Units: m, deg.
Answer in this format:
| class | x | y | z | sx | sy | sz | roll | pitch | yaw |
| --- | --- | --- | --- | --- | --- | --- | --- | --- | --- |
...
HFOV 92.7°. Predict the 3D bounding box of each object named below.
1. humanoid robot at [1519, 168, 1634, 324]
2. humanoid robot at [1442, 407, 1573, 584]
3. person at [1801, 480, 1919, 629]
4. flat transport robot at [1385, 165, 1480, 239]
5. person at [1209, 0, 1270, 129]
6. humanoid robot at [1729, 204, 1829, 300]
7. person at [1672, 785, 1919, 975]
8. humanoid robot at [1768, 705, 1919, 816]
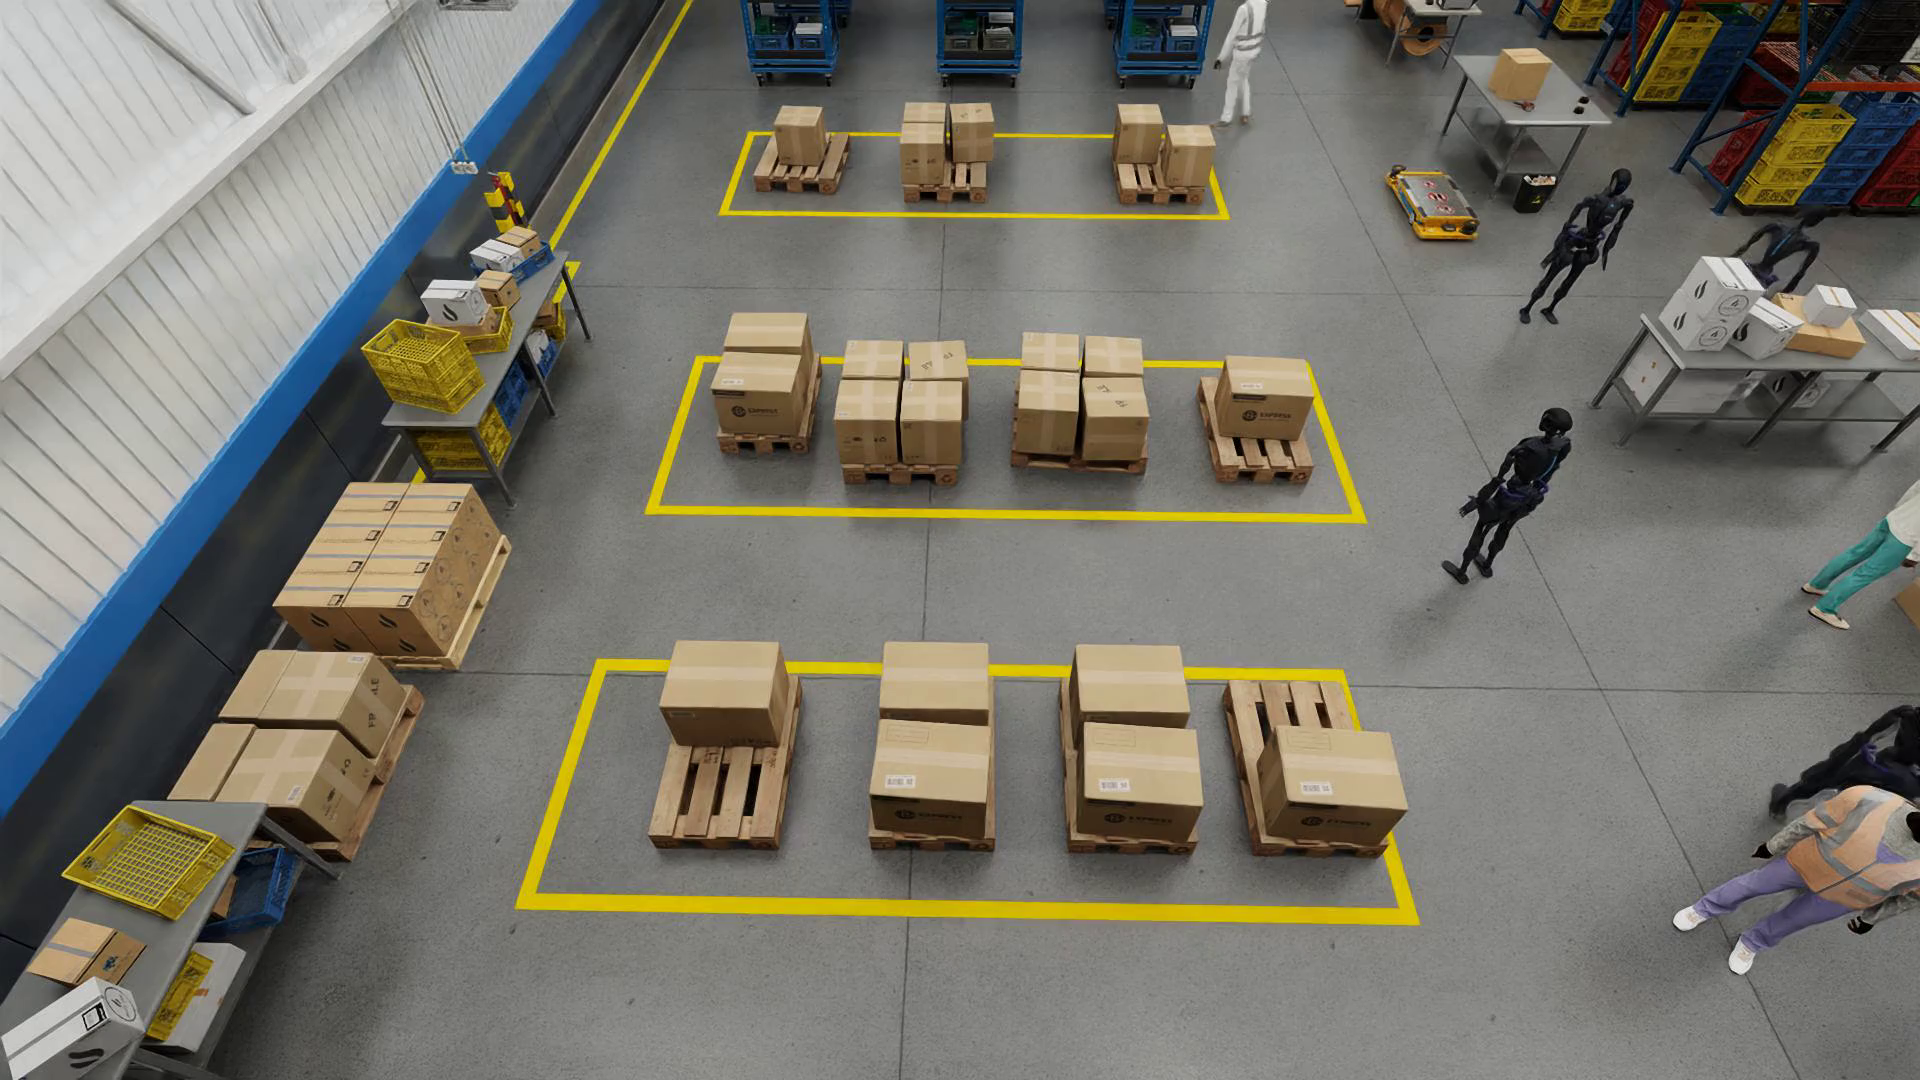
| class | x | y | z | sx | sy | sz | roll | pitch | yaw |
| --- | --- | --- | --- | --- | --- | --- | --- | --- | --- |
| humanoid robot | 6.150 | -2.882 | 9.087 | 0.593 | 1.657 | 0.326 | 3 | 49 | 2 |
| humanoid robot | 4.117 | -0.318 | 6.868 | 0.610 | 1.657 | 0.321 | -11 | 50 | -10 |
| person | 6.832 | -0.051 | 6.586 | 0.313 | 1.767 | 0.534 | 18 | 51 | 15 |
| flat transport robot | 5.692 | -4.094 | 11.059 | 0.652 | 0.197 | 1.431 | 1 | 49 | 1 |
| person | 3.689 | -6.305 | 11.933 | 0.403 | 1.878 | 0.775 | 35 | 58 | 27 |
| humanoid robot | 7.513 | -2.434 | 8.742 | 0.800 | 1.607 | 0.654 | -21 | 52 | -17 |
| person | 4.638 | 1.796 | 4.881 | 0.361 | 1.930 | 0.586 | -31 | 56 | -24 |
| humanoid robot | 5.427 | 1.424 | 5.399 | 0.590 | 1.618 | 0.727 | 19 | 52 | 16 |
